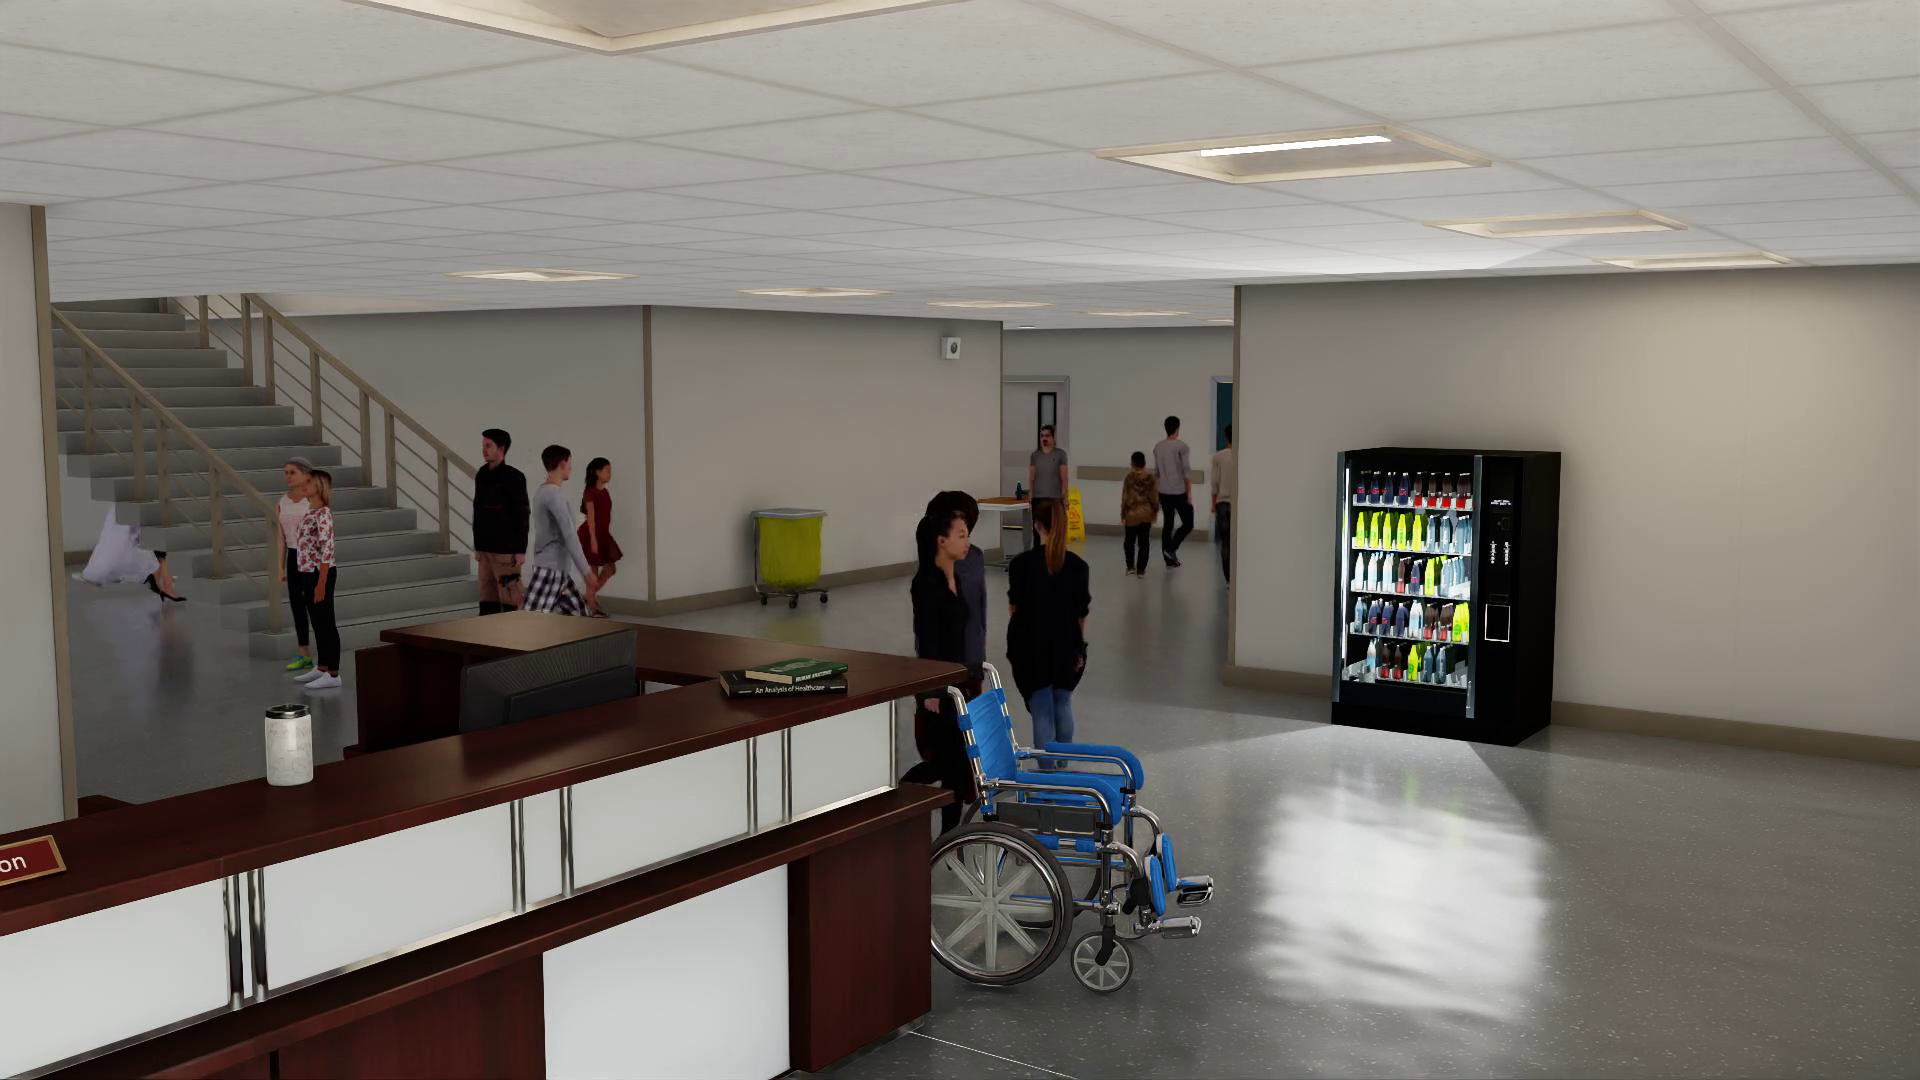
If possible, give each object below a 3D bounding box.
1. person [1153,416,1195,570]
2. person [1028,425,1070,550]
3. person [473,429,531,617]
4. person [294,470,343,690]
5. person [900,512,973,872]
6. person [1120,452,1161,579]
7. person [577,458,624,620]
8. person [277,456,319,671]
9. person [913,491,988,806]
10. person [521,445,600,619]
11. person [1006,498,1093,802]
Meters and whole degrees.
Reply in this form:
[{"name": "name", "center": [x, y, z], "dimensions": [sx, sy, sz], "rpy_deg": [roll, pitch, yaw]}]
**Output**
[{"name": "person", "center": [2.501, -0.553, 19.795], "dimensions": [0.713, 1.833, 0.786], "rpy_deg": [5, 8, 42]}, {"name": "person", "center": [1.030, -0.439, 19.126], "dimensions": [0.922, 1.739, 0.875], "rpy_deg": [2, 6, 15]}, {"name": "person", "center": [-3.561, 0.097, 12.874], "dimensions": [0.519, 1.925, 0.745], "rpy_deg": [4, 7, 33]}, {"name": "person", "center": [-4.810, 0.282, 12.498], "dimensions": [0.693, 1.632, 0.563], "rpy_deg": [-4, 7, -35]}, {"name": "person", "center": [-0.155, 0.721, 7.791], "dimensions": [0.827, 1.700, 0.677], "rpy_deg": [2, 6, 23]}, {"name": "person", "center": [2.049, -0.275, 18.986], "dimensions": [0.735, 1.440, 0.807], "rpy_deg": [0, 6, -2]}, {"name": "person", "center": [-3.543, -0.014, 15.908], "dimensions": [0.743, 1.538, 0.650], "rpy_deg": [3, 6, 25]}, {"name": "person", "center": [-5.140, 0.187, 13.109], "dimensions": [0.580, 1.698, 0.728], "rpy_deg": [2, 6, 15]}, {"name": "person", "center": [-0.074, 0.587, 9.197], "dimensions": [0.983, 1.685, 1.140], "rpy_deg": [-2, 6, -20]}, {"name": "person", "center": [-2.995, 0.272, 11.830], "dimensions": [1.212, 1.785, 1.215], "rpy_deg": [-2, 6, -15]}, {"name": "person", "center": [0.479, 0.626, 8.917], "dimensions": [0.918, 1.665, 0.961], "rpy_deg": [-1, 6, -5]}]
